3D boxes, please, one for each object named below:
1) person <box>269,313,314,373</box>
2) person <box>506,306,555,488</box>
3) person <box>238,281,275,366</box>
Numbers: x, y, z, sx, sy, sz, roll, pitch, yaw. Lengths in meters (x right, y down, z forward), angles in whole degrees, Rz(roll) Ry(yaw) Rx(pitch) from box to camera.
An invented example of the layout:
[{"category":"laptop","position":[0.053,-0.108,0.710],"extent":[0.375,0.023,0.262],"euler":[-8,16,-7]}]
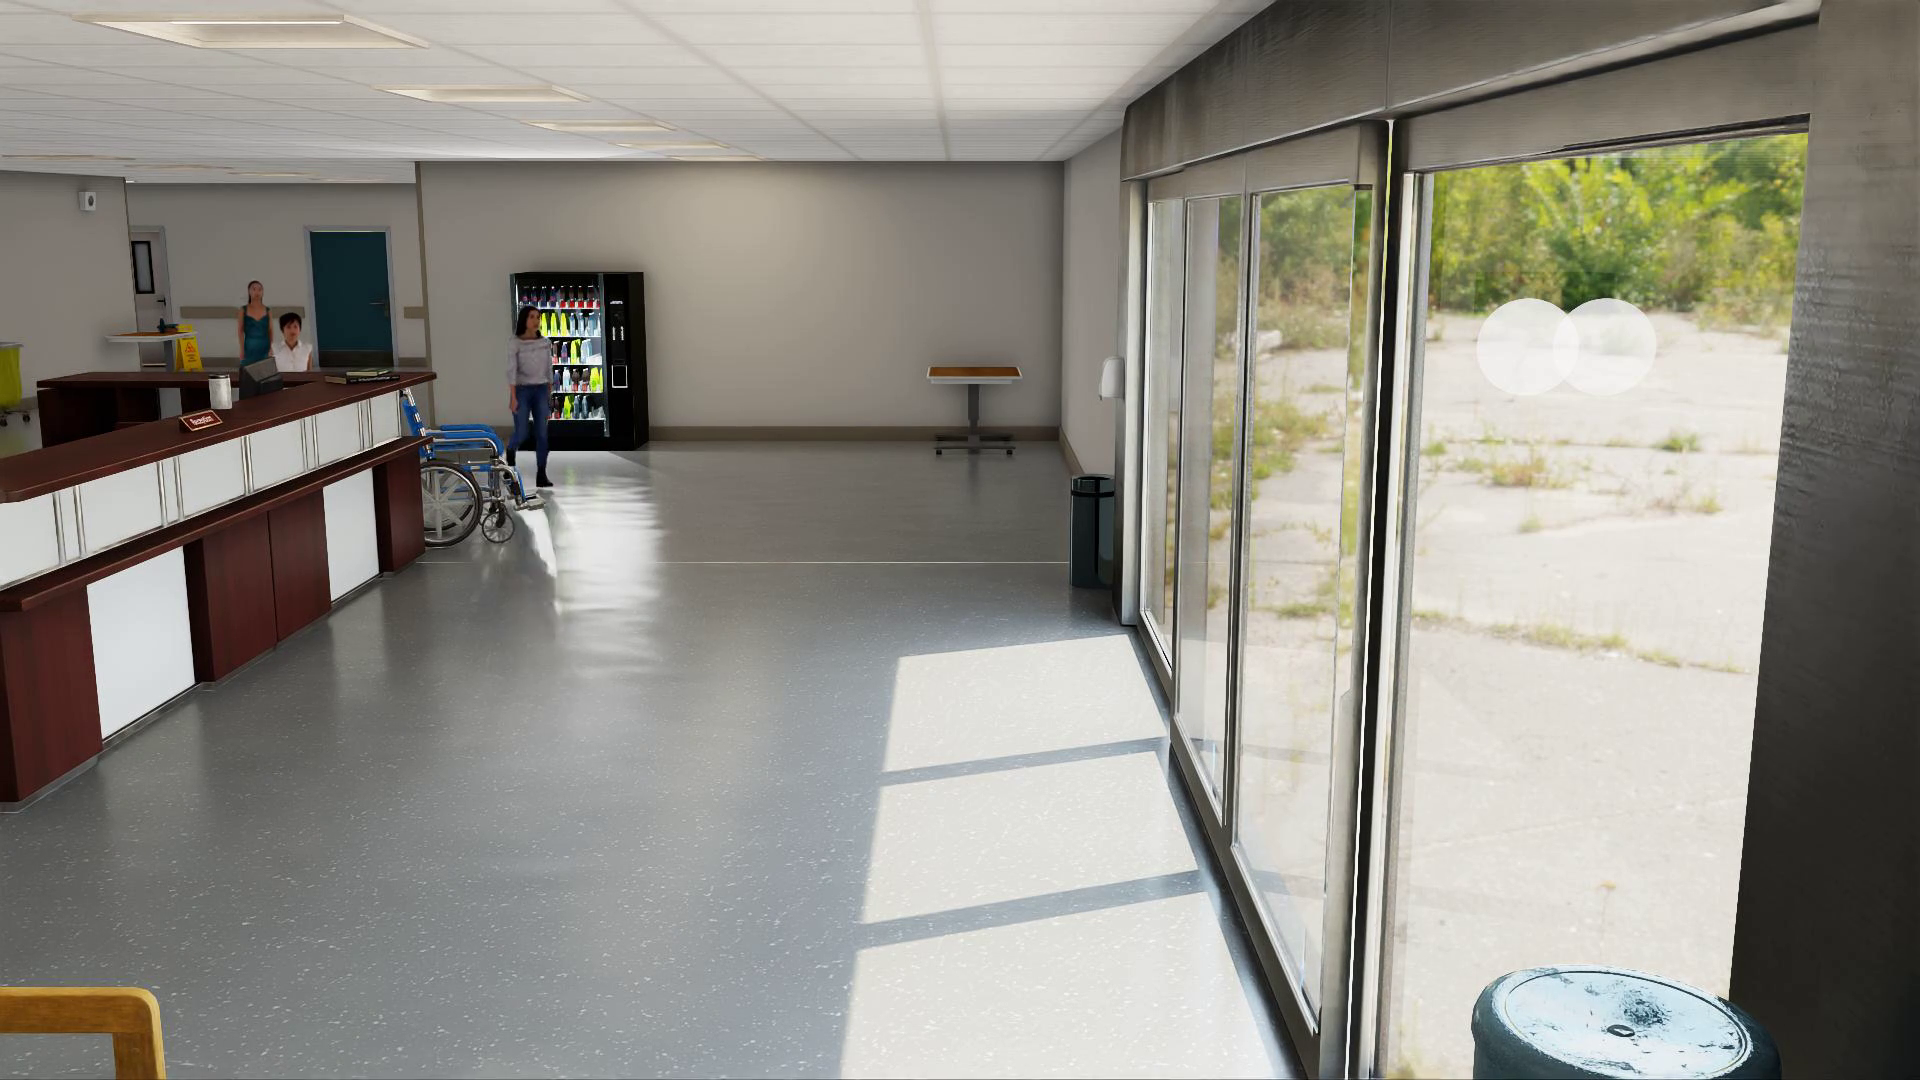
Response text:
[{"category":"person","position":[-6.089,-1.271,15.112],"extent":[0.997,1.514,0.862],"euler":[-5,12,-23]},{"category":"person","position":[-3.882,-1.274,14.855],"extent":[0.942,1.615,0.970],"euler":[-9,14,-39]},{"category":"person","position":[-8.229,-2.160,19.418],"extent":[1.036,1.654,0.939],"euler":[-6,12,-28]}]
